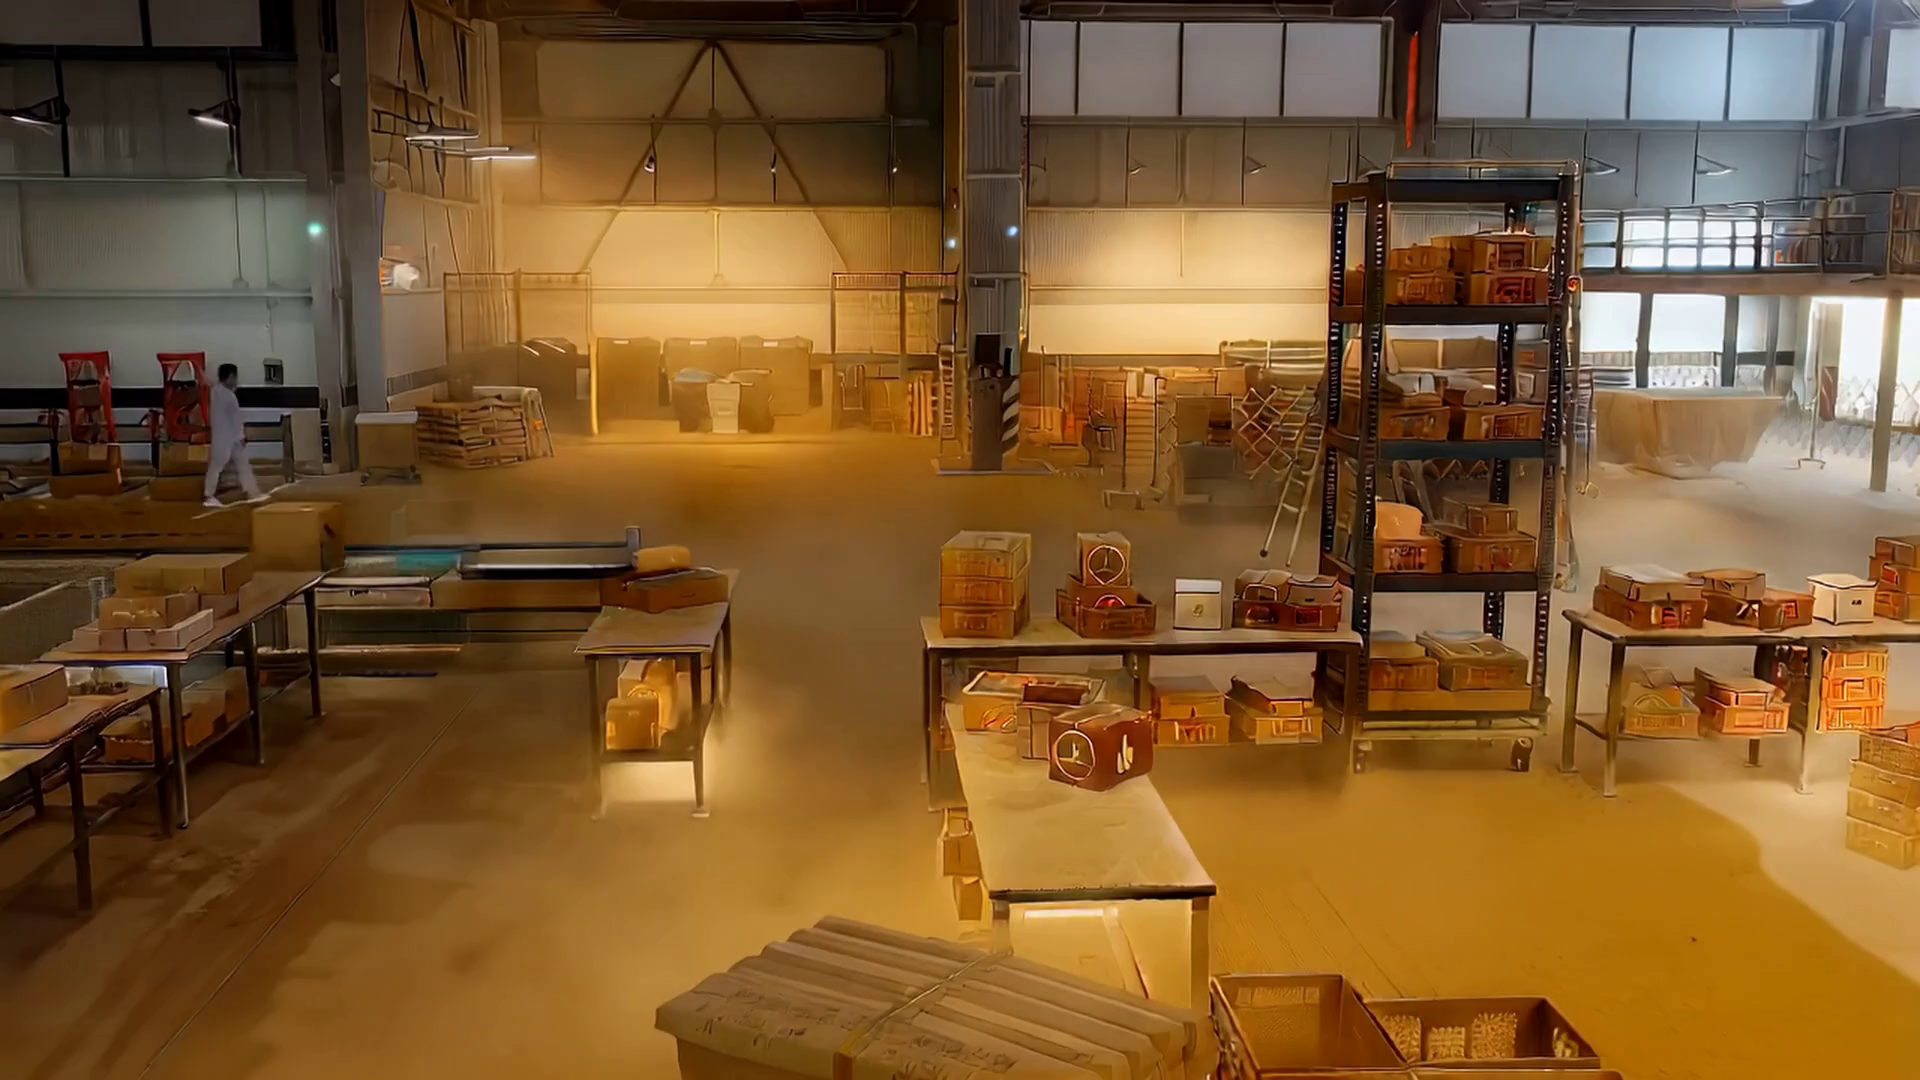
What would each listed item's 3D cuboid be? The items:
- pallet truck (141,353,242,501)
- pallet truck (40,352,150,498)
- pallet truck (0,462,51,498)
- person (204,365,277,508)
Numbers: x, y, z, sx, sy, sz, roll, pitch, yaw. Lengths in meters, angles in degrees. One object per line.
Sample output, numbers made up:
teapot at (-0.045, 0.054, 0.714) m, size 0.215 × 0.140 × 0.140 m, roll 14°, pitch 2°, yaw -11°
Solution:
pallet truck at (-10.520, -1.604, 22.925) m, size 0.823 × 1.965 × 1.885 m, roll -1°, pitch 9°, yaw -6°
pallet truck at (-11.907, -1.642, 23.165) m, size 0.823 × 1.965 × 1.885 m, roll 0°, pitch 9°, yaw 0°
pallet truck at (-13.193, -1.293, 23.148) m, size 0.653 × 1.274 × 1.630 m, roll -1°, pitch 9°, yaw -4°
person at (-9.504, -1.362, 21.830) m, size 0.976 × 1.852 × 0.669 m, roll -3°, pitch 10°, yaw -20°
